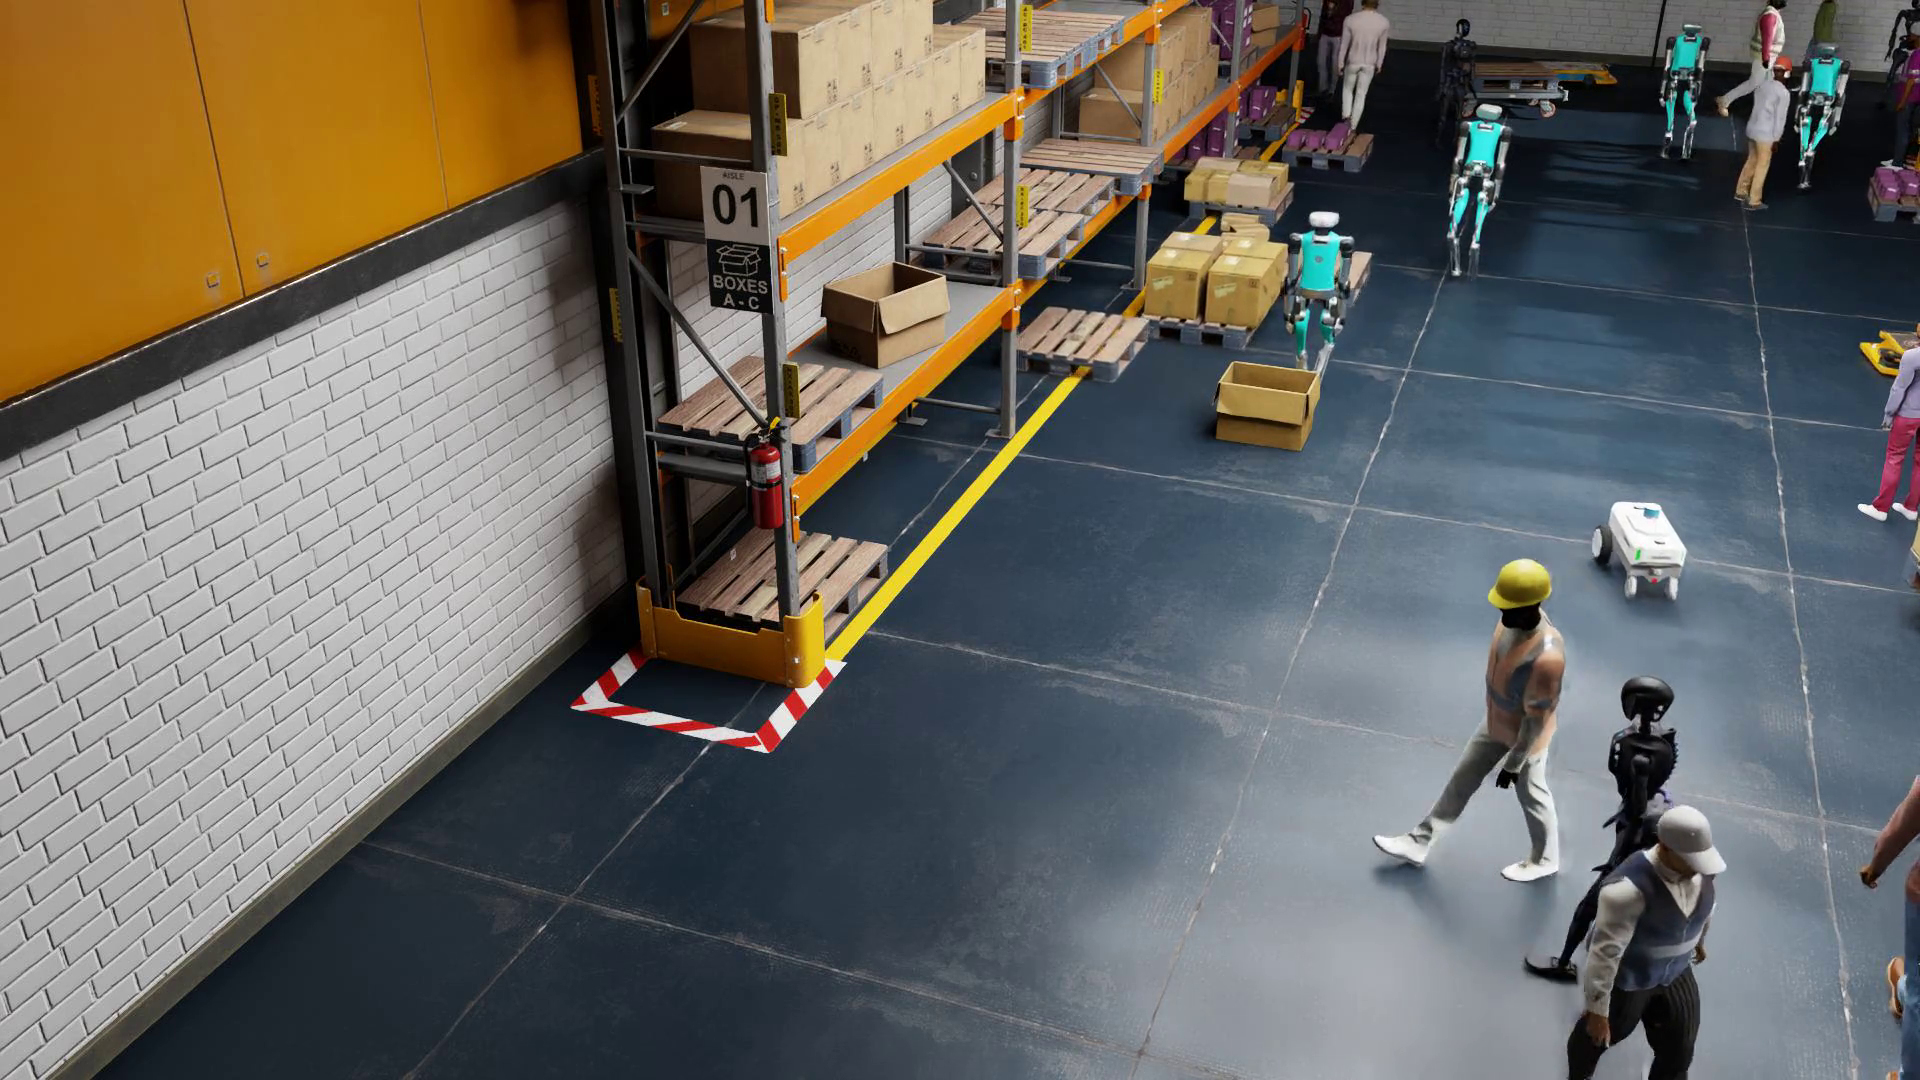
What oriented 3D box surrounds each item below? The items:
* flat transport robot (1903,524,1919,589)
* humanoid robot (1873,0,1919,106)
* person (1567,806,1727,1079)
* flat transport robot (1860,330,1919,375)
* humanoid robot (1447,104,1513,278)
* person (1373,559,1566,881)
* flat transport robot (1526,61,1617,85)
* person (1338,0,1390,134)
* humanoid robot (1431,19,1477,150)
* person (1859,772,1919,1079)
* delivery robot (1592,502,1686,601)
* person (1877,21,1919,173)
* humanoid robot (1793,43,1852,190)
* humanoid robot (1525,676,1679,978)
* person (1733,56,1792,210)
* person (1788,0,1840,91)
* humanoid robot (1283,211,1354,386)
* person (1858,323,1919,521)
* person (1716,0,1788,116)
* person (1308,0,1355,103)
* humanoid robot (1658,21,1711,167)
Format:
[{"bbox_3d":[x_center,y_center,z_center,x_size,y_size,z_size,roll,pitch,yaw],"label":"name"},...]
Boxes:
[{"bbox_3d":[6.788,0.570,10.644,0.659,0.231,1.431,4,28,8],"label":"flat transport robot"},{"bbox_3d":[13.705,-7.063,23.985,0.782,1.644,0.616,-20,33,-33],"label":"humanoid robot"},{"bbox_3d":[2.817,1.812,6.640,0.765,1.725,0.798,-10,29,-19],"label":"person"},{"bbox_3d":[8.944,-1.631,14.914,1.431,0.231,0.659,5,28,10],"label":"flat transport robot"},{"bbox_3d":[5.194,-3.441,16.873,0.545,1.817,0.780,11,29,20],"label":"humanoid robot"},{"bbox_3d":[2.659,0.924,8.216,0.982,1.863,0.608,-3,27,-6],"label":"person"},{"bbox_3d":[9.396,-7.249,25.812,1.431,0.231,0.659,4,28,8],"label":"flat transport robot"},{"bbox_3d":[5.406,-6.418,22.410,0.635,1.915,0.459,5,28,9],"label":"person"},{"bbox_3d":[6.473,-5.949,21.738,0.601,1.658,0.344,-9,29,-18],"label":"humanoid robot"},{"bbox_3d":[4.224,1.482,7.069,0.632,1.936,1.035,7,28,14],"label":"person"},{"bbox_3d":[4.683,0.034,11.391,0.499,0.611,0.812,2,27,5],"label":"delivery robot"},{"bbox_3d":[11.850,-5.536,20.779,0.340,1.840,0.513,19,33,33],"label":"person"},{"bbox_3d":[10.134,-4.977,19.800,0.577,1.743,0.937,21,34,35],"label":"humanoid robot"},{"bbox_3d":[3.039,1.335,7.636,0.616,1.635,0.611,10,29,19],"label":"humanoid robot"},{"bbox_3d":[9.379,-4.736,19.350,0.392,1.726,0.600,-3,27,-6],"label":"person"},{"bbox_3d":[12.874,-7.454,24.746,0.596,1.618,0.499,5,28,9],"label":"person"},{"bbox_3d":[2.971,-1.878,13.890,0.532,1.886,0.731,7,28,14],"label":"humanoid robot"},{"bbox_3d":[6.907,-0.899,12.012,0.498,1.629,0.288,-3,27,-6],"label":"person"},{"bbox_3d":[11.164,-6.780,23.216,0.781,1.814,0.629,16,31,28],"label":"person"},{"bbox_3d":[5.421,-7.394,24.290,0.650,1.929,0.458,23,35,37],"label":"person"},{"bbox_3d":[9.174,-5.575,21.012,0.532,1.775,0.991,2,27,4],"label":"humanoid robot"}]
